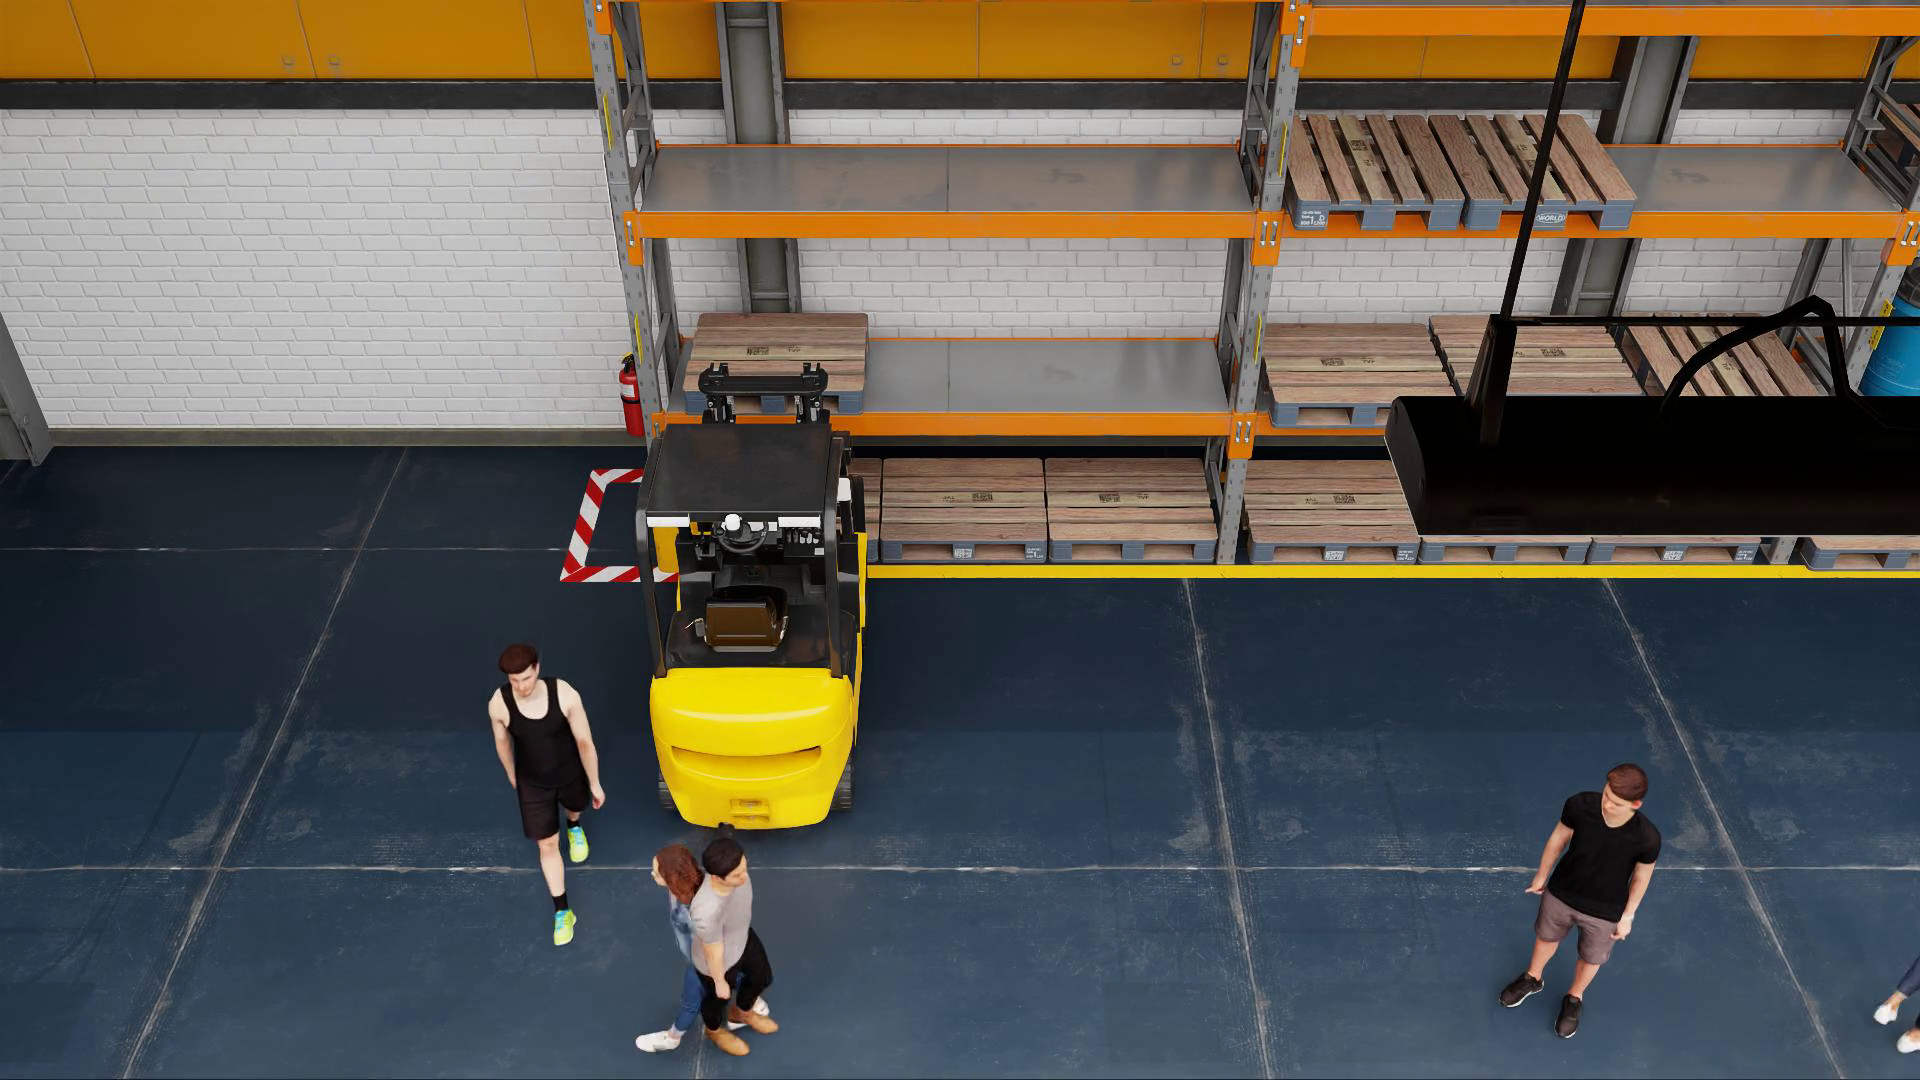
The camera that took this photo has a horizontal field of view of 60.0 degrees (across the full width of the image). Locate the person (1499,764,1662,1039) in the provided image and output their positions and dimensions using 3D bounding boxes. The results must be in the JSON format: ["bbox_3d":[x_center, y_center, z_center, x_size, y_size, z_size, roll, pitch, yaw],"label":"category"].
[{"bbox_3d":[3.219,1.802,8.490,0.736,1.861,0.824,27,46,30],"label":"person"}]

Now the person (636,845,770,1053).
[{"bbox_3d":[-1.231,2.069,8.494,1.026,1.438,0.795,-14,41,-17],"label":"person"}]

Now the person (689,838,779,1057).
[{"bbox_3d":[-1.238,2.019,8.350,0.764,1.696,0.732,12,40,15],"label":"person"}]

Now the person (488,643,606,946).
[{"bbox_3d":[-2.255,1.235,9.218,1.200,1.837,0.965,-10,40,-12],"label":"person"}]
